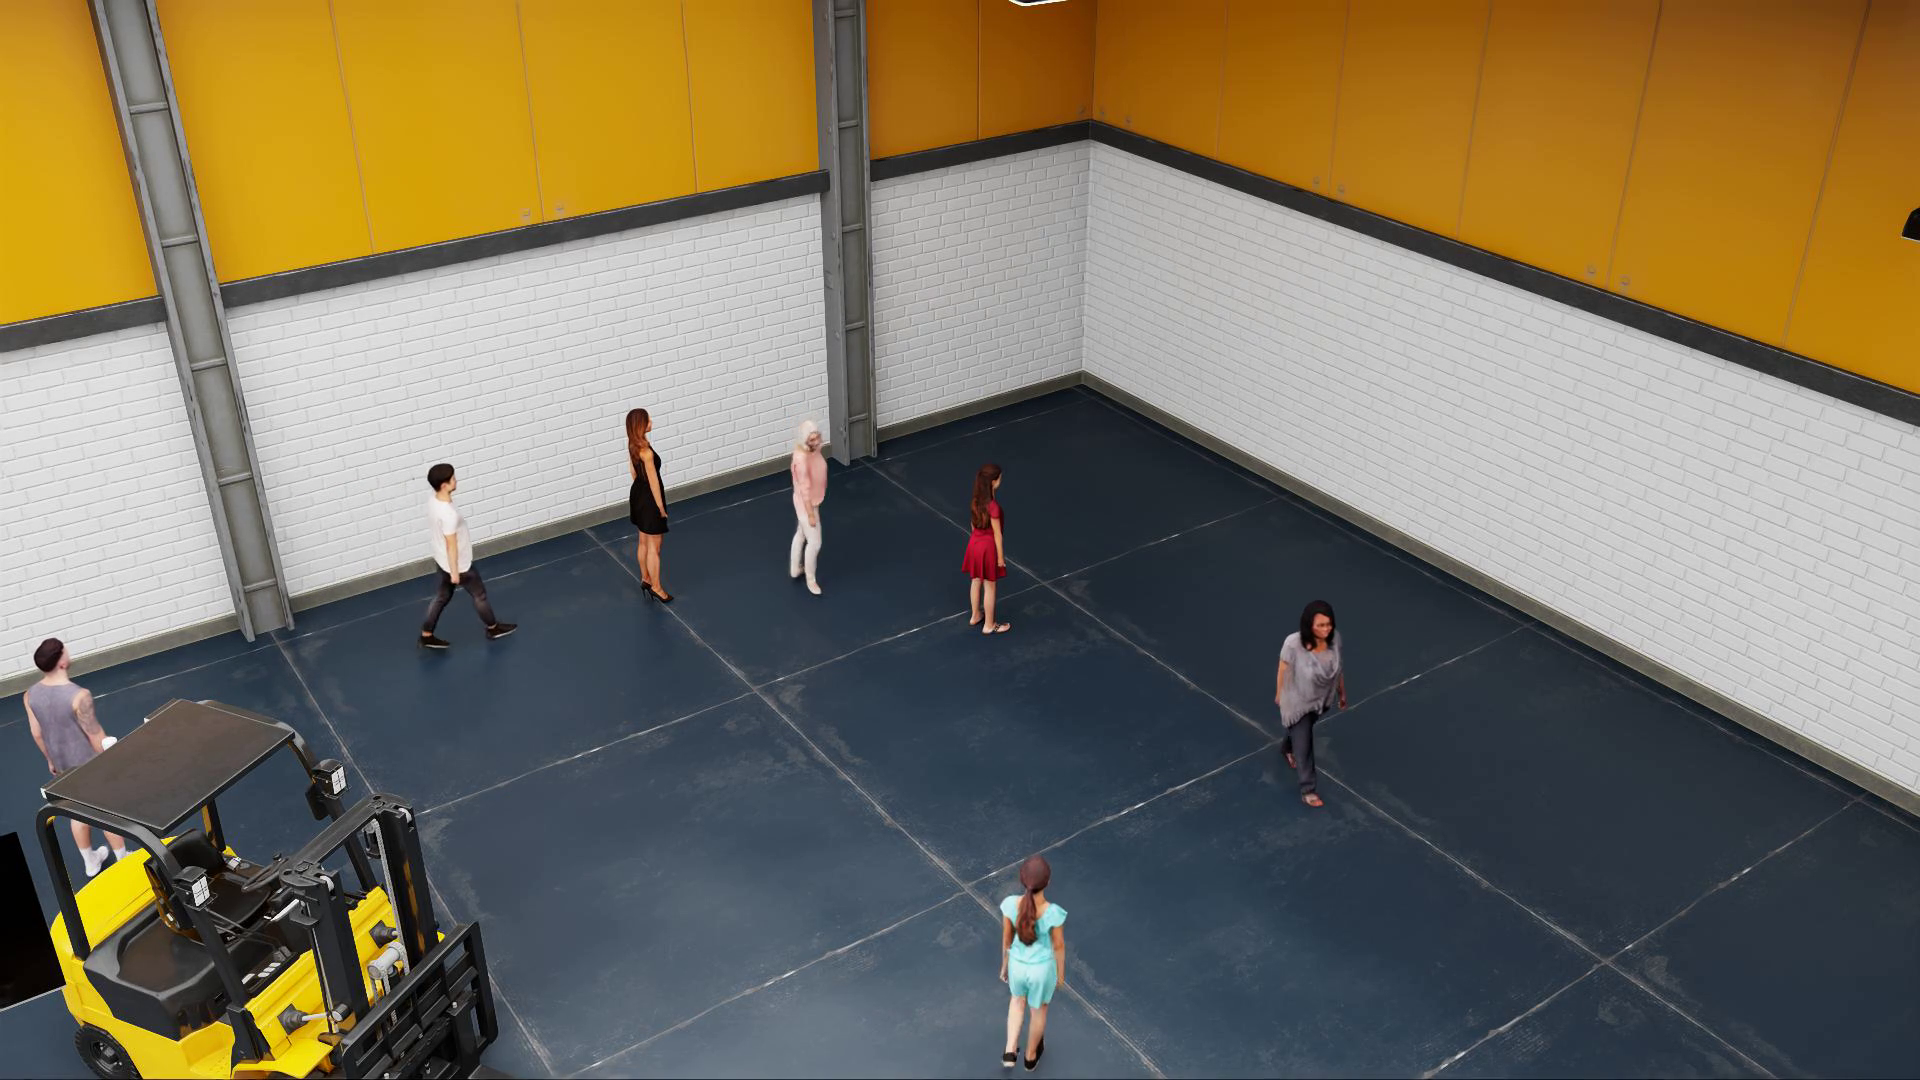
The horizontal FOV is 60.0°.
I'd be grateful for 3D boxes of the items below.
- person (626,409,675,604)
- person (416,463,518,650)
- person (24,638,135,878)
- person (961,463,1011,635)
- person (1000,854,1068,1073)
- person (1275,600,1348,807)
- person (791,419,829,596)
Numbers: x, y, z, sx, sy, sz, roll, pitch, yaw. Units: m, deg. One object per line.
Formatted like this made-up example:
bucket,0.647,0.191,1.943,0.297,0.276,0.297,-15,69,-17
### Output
person,-2.719,-0.297,14.493,0.508,1.835,0.573,-18,34,-30
person,-4.281,0.176,13.783,1.060,1.684,0.649,-17,33,-28
person,-5.923,1.470,11.172,0.706,1.846,0.788,3,29,5
person,0.220,0.061,14.126,0.590,1.557,0.527,-19,34,-31
person,0.404,2.515,9.634,0.706,1.550,0.782,11,30,19
person,2.528,1.093,12.221,1.017,1.569,0.820,-11,31,-20
person,-1.353,-0.337,14.718,0.853,1.688,0.801,-3,29,-5
